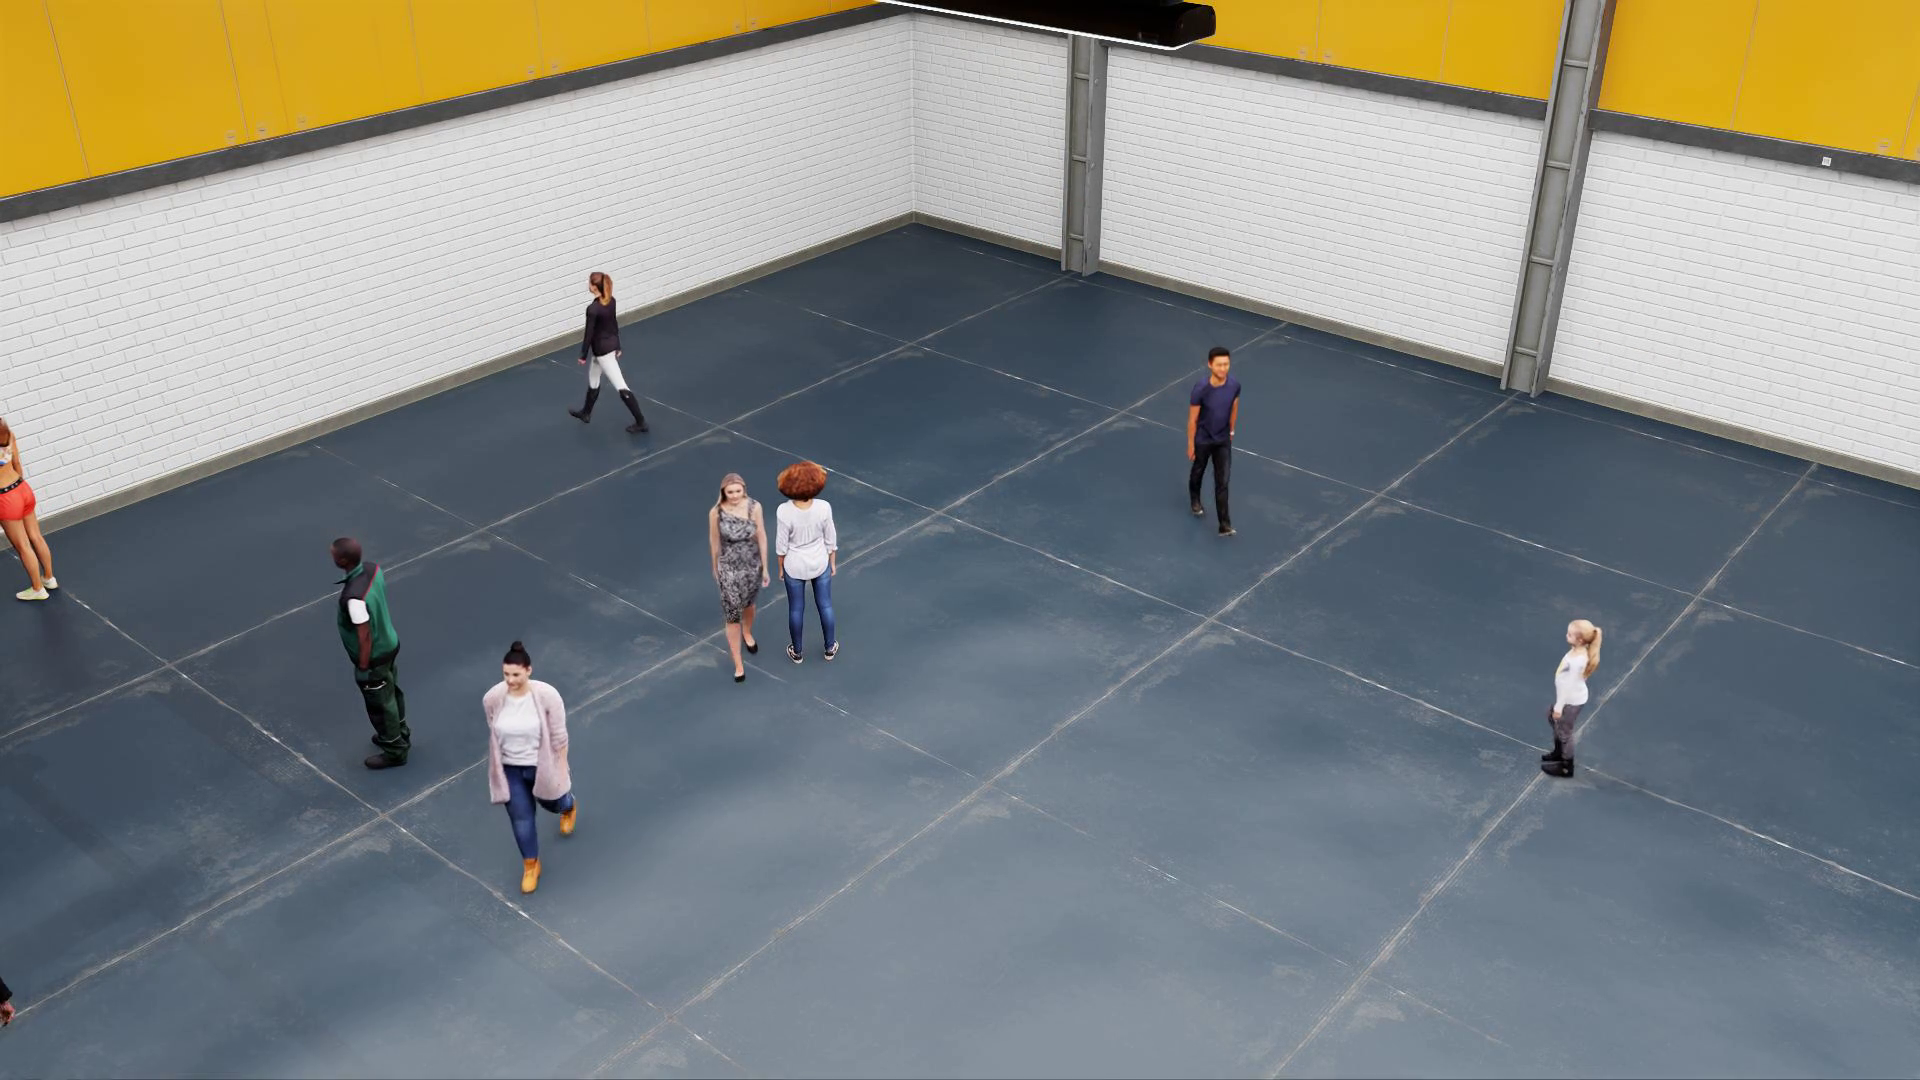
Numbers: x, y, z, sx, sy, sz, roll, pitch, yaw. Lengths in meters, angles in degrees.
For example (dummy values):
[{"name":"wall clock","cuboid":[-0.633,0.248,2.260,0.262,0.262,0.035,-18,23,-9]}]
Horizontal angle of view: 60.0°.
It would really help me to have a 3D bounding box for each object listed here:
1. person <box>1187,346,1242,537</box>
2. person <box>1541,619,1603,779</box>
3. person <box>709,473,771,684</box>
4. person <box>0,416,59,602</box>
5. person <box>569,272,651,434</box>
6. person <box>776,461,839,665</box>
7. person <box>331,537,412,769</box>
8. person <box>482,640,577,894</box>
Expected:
[{"name":"person","cuboid":[2.238,-0.943,15.048,1.089,1.738,1.222,-6,29,-11]},{"name":"person","cuboid":[4.378,1.132,11.733,0.567,1.268,0.553,14,32,25]},{"name":"person","cuboid":[-1.732,0.184,13.053,0.912,1.670,1.065,-9,30,-15]},{"name":"person","cuboid":[-7.901,-0.332,13.876,0.707,1.788,0.676,4,29,7]},{"name":"person","cuboid":[-3.491,-1.824,16.727,1.248,1.676,0.890,9,30,16]},{"name":"person","cuboid":[-1.199,0.176,13.024,0.747,1.712,0.796,-4,29,-8]},{"name":"person","cuboid":[-4.158,0.782,11.780,0.838,1.839,0.779,-2,29,-4]},{"name":"person","cuboid":[-2.754,1.389,10.791,1.096,1.720,1.106,1,29,2]}]
